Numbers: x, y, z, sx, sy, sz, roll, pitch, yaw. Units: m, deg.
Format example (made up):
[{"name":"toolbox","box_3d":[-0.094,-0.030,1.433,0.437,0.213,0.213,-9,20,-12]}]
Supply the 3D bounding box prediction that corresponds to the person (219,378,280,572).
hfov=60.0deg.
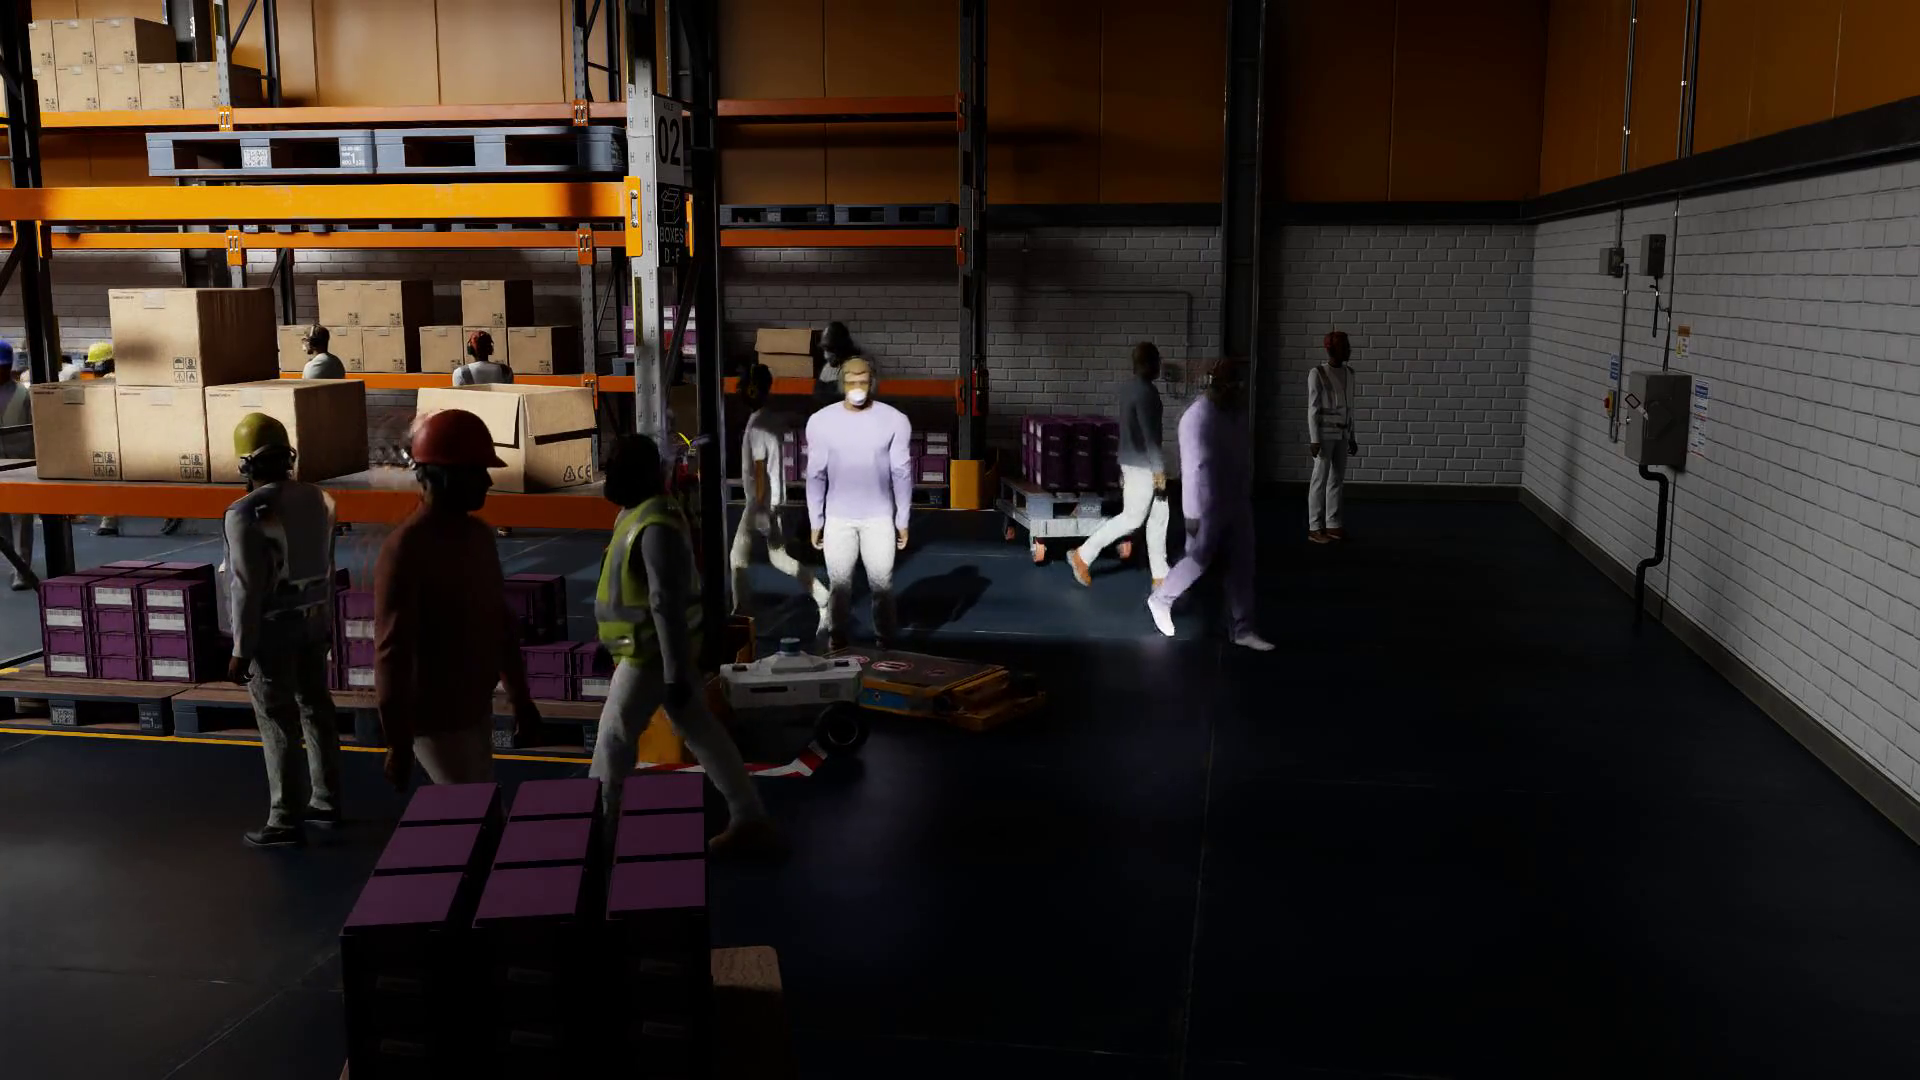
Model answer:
[{"name":"person","box_3d":[-5.743,-0.730,13.353,0.623,1.992,0.397,-2,9,-14]}]

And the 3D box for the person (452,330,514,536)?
[{"name":"person","box_3d":[-4.304,-0.952,15.080,0.572,1.883,0.356,-7,11,-36]}]

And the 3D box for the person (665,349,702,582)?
[{"name":"person","box_3d":[-2.136,-0.486,12.318,0.429,1.843,0.633,7,11,36]}]

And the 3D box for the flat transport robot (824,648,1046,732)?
[{"name":"flat transport robot","box_3d":[-0.300,0.798,9.208,1.431,0.197,0.652,6,11,33]}]

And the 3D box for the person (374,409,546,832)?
[{"name":"person","box_3d":[-1.613,0.562,5.391,0.450,1.972,0.615,1,9,4]}]

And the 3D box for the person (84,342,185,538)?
[{"name":"person","box_3d":[-7.523,-0.904,15.090,0.788,1.795,0.598,0,9,2]}]

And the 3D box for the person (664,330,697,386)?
[{"name":"person","box_3d":[-2.364,-0.786,13.923,0.549,1.924,0.549,6,11,34]}]

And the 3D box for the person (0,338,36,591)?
[{"name":"person","box_3d":[-7.348,-0.604,12.826,0.624,1.918,0.886,-4,10,-22]}]

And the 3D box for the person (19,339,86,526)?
[{"name":"person","box_3d":[-8.572,-1.014,15.747,0.580,1.807,0.377,-3,10,-16]}]

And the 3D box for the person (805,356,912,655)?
[{"name":"person","box_3d":[-0.594,-0.117,9.787,0.627,1.930,0.393,0,9,1]}]

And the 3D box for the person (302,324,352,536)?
[{"name":"person","box_3d":[-5.805,-1.002,15.219,0.353,1.937,0.635,0,9,0]}]

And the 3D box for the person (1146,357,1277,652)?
[{"name":"person","box_3d":[1.619,-0.245,10.733,0.653,1.875,0.900,-8,12,-42]}]

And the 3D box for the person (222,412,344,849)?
[{"name":"person","box_3d":[-2.858,0.380,6.985,0.403,1.827,0.596,3,10,17]}]

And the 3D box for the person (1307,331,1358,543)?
[{"name":"person","box_3d":[3.334,-0.917,14.861,0.576,1.884,0.354,-7,11,-37]}]

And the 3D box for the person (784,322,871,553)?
[{"name":"person","box_3d":[-1.104,-0.873,14.100,0.917,2.000,0.681,-9,13,-43]}]

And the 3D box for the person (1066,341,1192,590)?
[{"name":"person","box_3d":[1.285,-0.554,12.583,0.887,1.896,0.646,0,9,1]}]

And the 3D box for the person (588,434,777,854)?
[{"name":"person","box_3d":[-1.222,0.448,6.747,0.999,1.785,0.618,-1,9,-9]}]

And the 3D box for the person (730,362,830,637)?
[{"name":"person","box_3d":[-1.214,-0.246,10.862,0.856,1.841,0.524,2,9,14]}]

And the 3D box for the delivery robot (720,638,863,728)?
[{"name":"delivery robot","box_3d":[-0.856,0.739,8.403,0.707,0.478,0.477,-2,9,-11]}]
